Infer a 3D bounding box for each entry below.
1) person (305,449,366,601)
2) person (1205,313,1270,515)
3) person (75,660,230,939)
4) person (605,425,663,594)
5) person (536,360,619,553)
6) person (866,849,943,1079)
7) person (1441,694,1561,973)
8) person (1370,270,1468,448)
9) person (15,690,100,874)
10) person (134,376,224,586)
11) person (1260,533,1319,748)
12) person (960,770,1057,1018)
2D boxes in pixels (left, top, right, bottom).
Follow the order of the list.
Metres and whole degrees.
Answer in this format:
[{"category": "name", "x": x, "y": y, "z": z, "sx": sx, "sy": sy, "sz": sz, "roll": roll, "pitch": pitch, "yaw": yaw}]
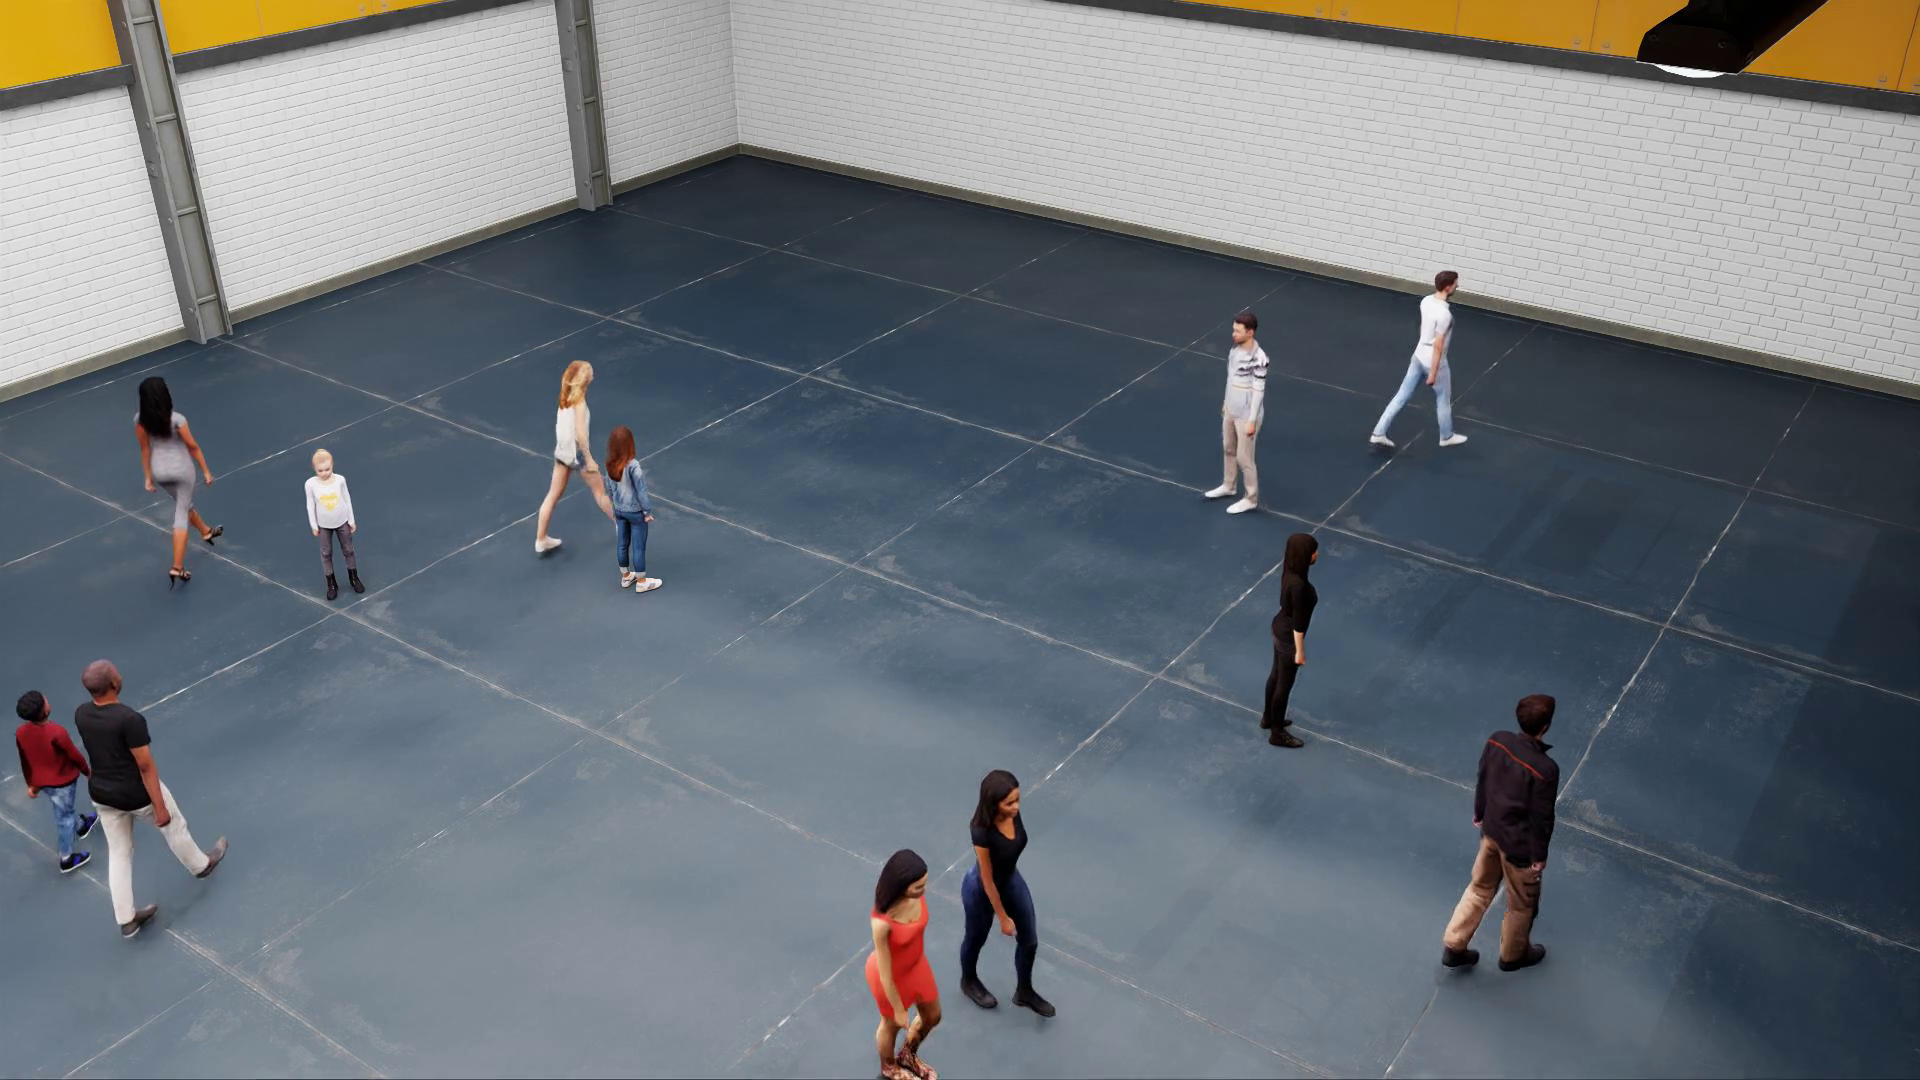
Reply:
[{"category": "person", "x": -5.138, "y": -0.153, "z": 13.614, "sx": 0.550, "sy": 1.279, "sz": 0.634, "roll": -13, "pitch": 31, "yaw": -23}, {"category": "person", "x": 2.552, "y": -1.154, "z": 14.851, "sx": 0.805, "sy": 1.852, "sz": 0.790, "roll": -9, "pitch": 30, "yaw": -16}, {"category": "person", "x": -5.008, "y": 1.584, "z": 9.918, "sx": 0.960, "sy": 1.769, "sz": 1.206, "roll": 7, "pitch": 29, "yaw": 13}, {"category": "person", "x": -2.710, "y": -0.264, "z": 13.611, "sx": 0.565, "sy": 1.478, "sz": 0.487, "roll": 19, "pitch": 34, "yaw": 31}, {"category": "person", "x": -3.350, "y": -0.634, "z": 14.076, "sx": 1.250, "sy": 1.681, "sz": 0.871, "roll": -20, "pitch": 35, "yaw": -33}, {"category": "person", "x": -0.401, "y": 2.262, "z": 8.753, "sx": 0.691, "sy": 1.695, "sz": 0.545, "roll": 13, "pitch": 31, "yaw": 22}, {"category": "person", "x": 3.120, "y": 1.709, "z": 9.528, "sx": 1.042, "sy": 1.924, "sz": 0.922, "roll": -15, "pitch": 32, "yaw": -26}, {"category": "person", "x": 4.377, "y": -1.663, "z": 15.832, "sx": 1.321, "sy": 1.806, "sz": 1.164, "roll": -8, "pitch": 30, "yaw": -15}, {"category": "person", "x": -5.777, "y": 1.550, "z": 10.532, "sx": 0.672, "sy": 1.242, "sz": 0.831, "roll": 7, "pitch": 29, "yaw": 13}, {"category": "person", "x": -6.497, "y": -0.447, "z": 13.686, "sx": 0.989, "sy": 1.727, "sz": 1.209, "roll": 3, "pitch": 29, "yaw": 5}, {"category": "person", "x": 2.305, "y": 0.682, "z": 11.705, "sx": 0.717, "sy": 1.642, "sz": 0.625, "roll": 0, "pitch": 29, "yaw": -1}, {"category": "person", "x": 0.103, "y": 1.946, "z": 9.313, "sx": 0.660, "sy": 1.714, "sz": 0.759, "roll": 19, "pitch": 34, "yaw": 31}]
